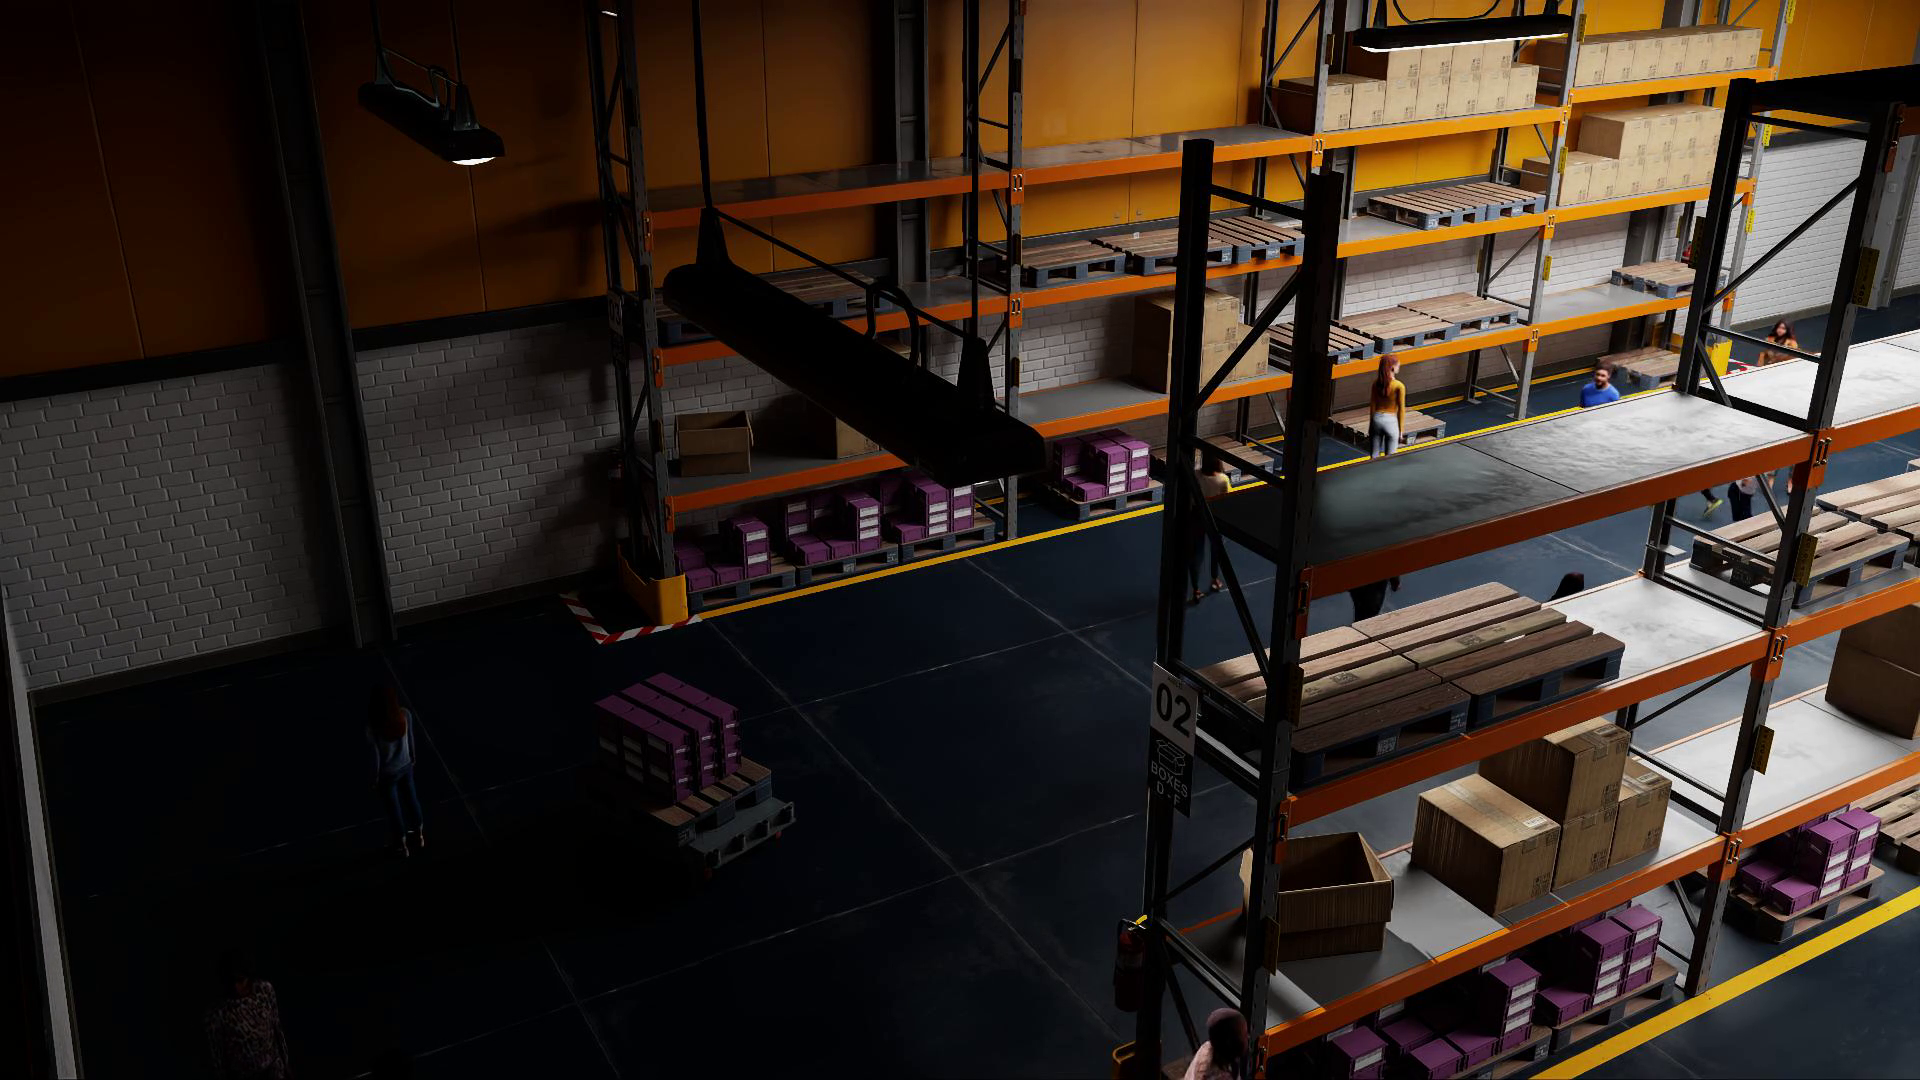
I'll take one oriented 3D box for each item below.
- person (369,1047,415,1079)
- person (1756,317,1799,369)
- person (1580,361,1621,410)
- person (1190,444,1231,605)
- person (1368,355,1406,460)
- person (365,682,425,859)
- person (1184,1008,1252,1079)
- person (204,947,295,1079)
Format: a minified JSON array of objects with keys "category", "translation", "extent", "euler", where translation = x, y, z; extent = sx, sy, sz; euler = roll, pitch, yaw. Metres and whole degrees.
[{"category":"person","translation":[-3.100,3.359,9.282],"extent":[0.546,1.261,0.567],"euler":[19,30,37]},{"category":"person","translation":[10.242,-1.963,20.912],"extent":[1.038,1.698,0.829],"euler":[-22,32,-40]},{"category":"person","translation":[7.235,-1.149,18.880],"extent":[0.878,1.833,1.295],"euler":[20,30,38]},{"category":"person","translation":[2.459,-0.137,16.774],"extent":[0.829,1.666,0.906],"euler":[10,25,21]},{"category":"person","translation":[4.940,-1.307,19.343],"extent":[0.651,1.753,0.659],"euler":[17,29,34]},{"category":"person","translation":[-4.323,1.743,12.709],"extent":[0.698,1.477,0.577],"euler":[15,28,30]},{"category":"person","translation":[1.210,3.255,8.872],"extent":[1.101,1.780,1.192],"euler":[14,27,30]},{"category":"person","translation":[-4.014,3.042,9.441],"extent":[0.691,1.714,0.563],"euler":[19,30,37]}]
